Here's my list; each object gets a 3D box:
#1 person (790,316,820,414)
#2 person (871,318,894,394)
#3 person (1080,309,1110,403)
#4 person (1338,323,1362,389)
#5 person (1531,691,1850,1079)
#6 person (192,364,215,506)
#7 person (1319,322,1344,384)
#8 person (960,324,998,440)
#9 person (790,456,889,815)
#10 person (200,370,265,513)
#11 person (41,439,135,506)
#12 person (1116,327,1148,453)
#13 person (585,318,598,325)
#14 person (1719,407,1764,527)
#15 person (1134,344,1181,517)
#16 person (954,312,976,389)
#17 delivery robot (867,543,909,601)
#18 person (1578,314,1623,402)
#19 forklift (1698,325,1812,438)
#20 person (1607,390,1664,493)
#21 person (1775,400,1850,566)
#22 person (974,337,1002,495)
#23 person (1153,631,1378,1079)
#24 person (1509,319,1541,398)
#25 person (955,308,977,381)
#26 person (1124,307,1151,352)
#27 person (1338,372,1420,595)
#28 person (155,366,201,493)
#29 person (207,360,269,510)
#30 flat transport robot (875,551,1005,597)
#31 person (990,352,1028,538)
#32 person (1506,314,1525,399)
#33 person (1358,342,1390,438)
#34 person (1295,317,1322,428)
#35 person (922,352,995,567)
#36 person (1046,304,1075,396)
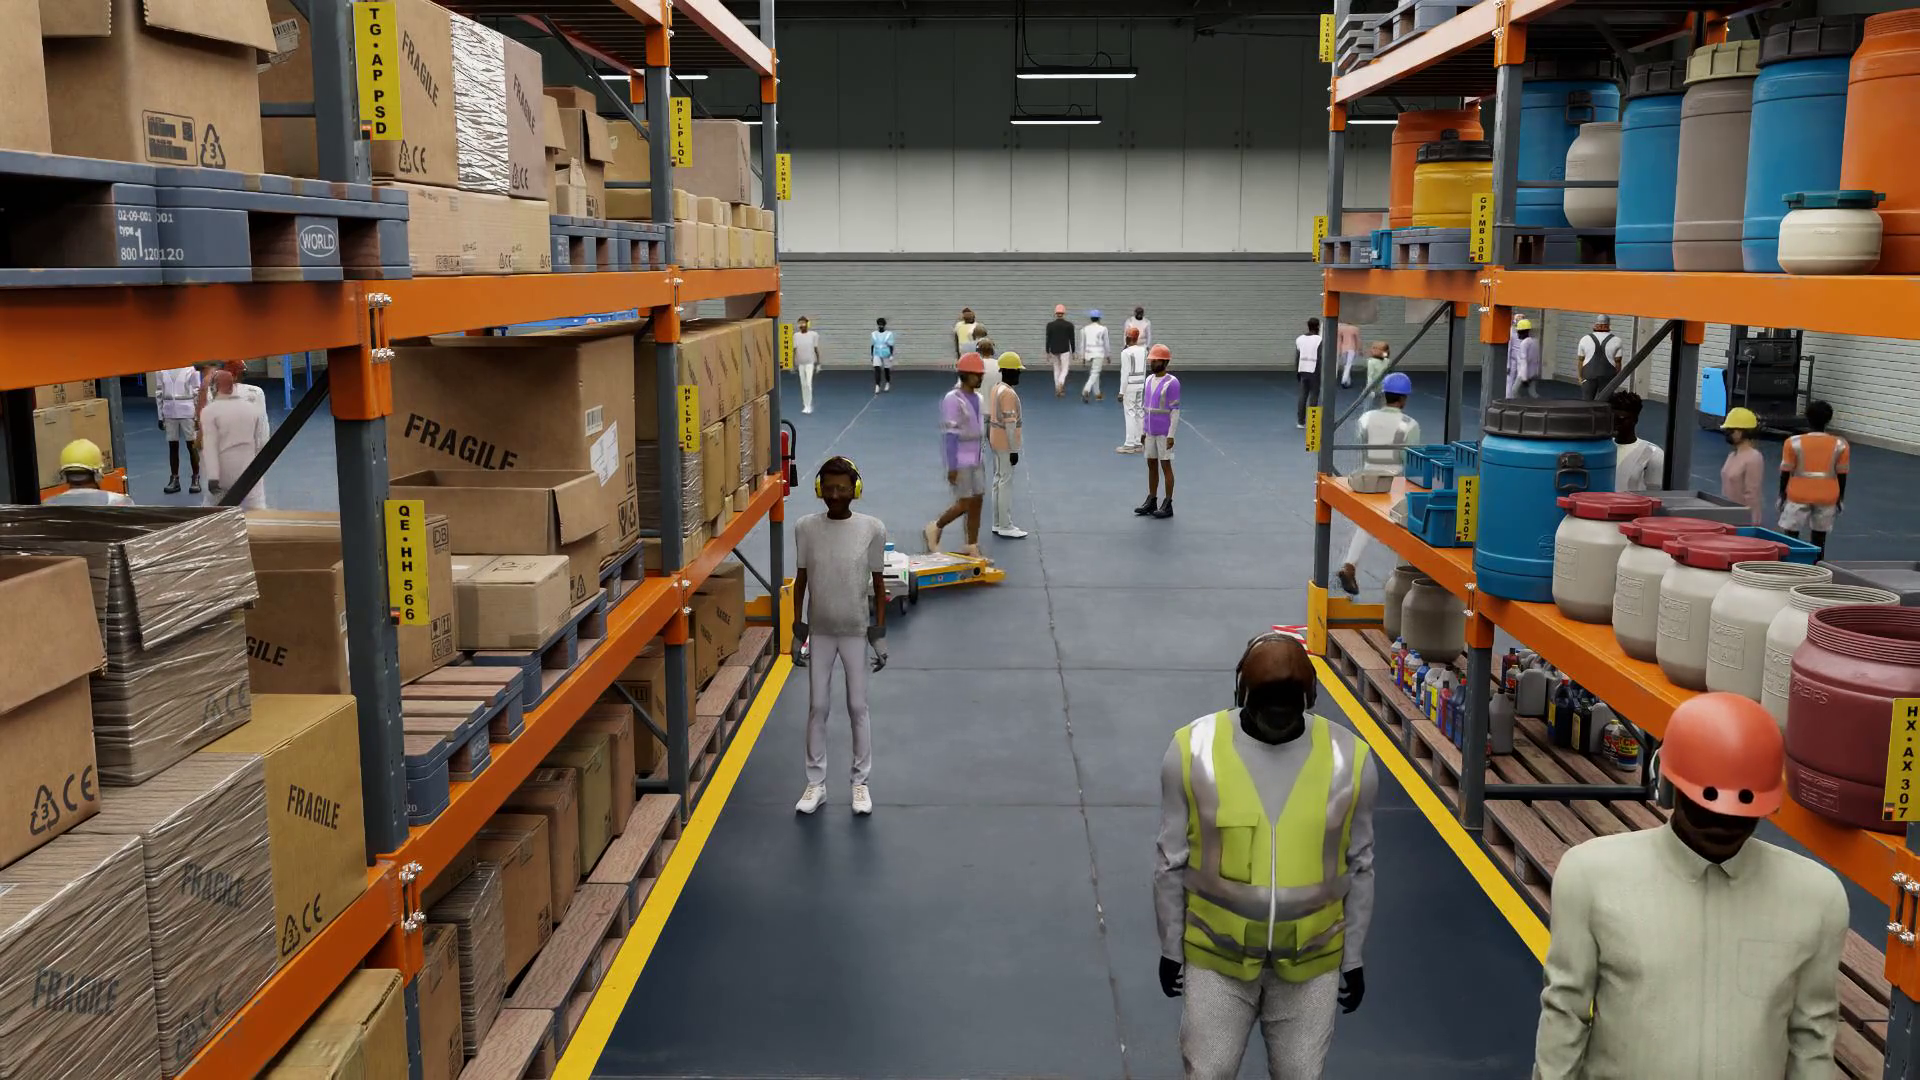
[{"bbox_3d":[-2.948,-3.291,31.378,0.546,1.829,0.835,2,10,11],"label":"person"},{"bbox_3d":[-1.698,-4.071,36.603,0.539,1.657,0.861,1,10,8],"label":"person"},{"bbox_3d":[2.722,-3.772,34.055,0.596,1.909,0.932,8,12,39],"label":"person"},{"bbox_3d":[8.836,-4.325,37.863,0.520,1.729,0.875,8,12,40],"label":"person"},{"bbox_3d":[1.532,1.280,3.535,0.608,1.988,0.387,1,10,9],"label":"person"},{"bbox_3d":[-8.292,-1.176,18.273,0.555,1.989,0.623,-3,10,-20],"label":"person"},{"bbox_3d":[8.753,-4.582,39.241,0.620,1.789,0.837,1,10,5],"label":"person"},{"bbox_3d":[0.320,-2.485,26.406,0.646,1.891,0.994,4,10,23],"label":"person"},{"bbox_3d":[-0.625,0.491,8.618,0.520,1.872,0.328,1,10,5],"label":"person"},{"bbox_3d":[-6.844,-0.663,15.594,1.026,1.851,0.676,5,11,27],"label":"person"},{"bbox_3d":[-5.132,0.304,9.882,0.620,1.815,0.610,-3,10,-16],"label":"person"},{"bbox_3d":[2.587,-2.259,25.054,0.356,1.883,0.572,8,12,40],"label":"person"},{"bbox_3d":[-6.211,-2.798,28.207,0.652,1.906,0.409,-3,10,-15],"label":"person"},{"bbox_3d":[6.071,-0.148,12.793,0.653,1.750,0.523,0,9,1],"label":"person"},{"bbox_3d":[2.231,-1.237,18.748,0.354,1.942,0.545,-7,12,-36],"label":"person"},{"bbox_3d":[0.160,-3.967,35.503,0.635,1.814,0.848,9,13,44],"label":"person"},{"bbox_3d":[-0.596,0.268,13.729,0.477,0.478,0.707,0,10,-2],"label":"delivery robot"},{"bbox_3d":[10.448,-2.675,27.197,0.682,2.000,0.535,4,10,23],"label":"person"},{"bbox_3d":[13.248,-3.165,27.620,1.129,2.768,1.873,0,9,1],"label":"forklift"},{"bbox_3d":[4.628,-0.072,11.700,0.368,1.966,0.603,-7,12,-37],"label":"person"},{"bbox_3d":[7.297,-0.360,14.261,0.566,1.692,0.513,3,10,18],"label":"person"},{"bbox_3d":[0.318,-1.525,20.487,0.634,1.937,0.355,-3,10,-20],"label":"person"},{"bbox_3d":[0.857,1.160,4.700,0.626,1.842,0.429,1,10,4],"label":"person"},{"bbox_3d":[9.844,-2.879,28.773,0.963,1.887,0.597,8,12,39],"label":"person"},{"bbox_3d":[0.137,-4.147,36.410,0.509,1.868,0.328,0,9,0],"label":"person"},{"bbox_3d":[4.207,-4.602,39.384,0.626,1.793,0.978,1,10,4],"label":"person"},{"bbox_3d":[3.634,-0.477,14.257,0.601,1.923,0.876,9,13,43],"label":"person"},{"bbox_3d":[-9.704,-1.555,20.670,0.545,1.938,0.361,-1,10,-5],"label":"person"},{"bbox_3d":[-7.469,-0.961,17.276,0.573,1.883,0.355,-2,10,-14],"label":"person"},{"bbox_3d":[-0.366,0.291,14.723,1.431,0.197,0.652,-7,12,-36],"label":"flat transport robot"},{"bbox_3d":[0.499,-1.000,17.375,0.365,1.927,0.588,-2,10,-12],"label":"person"},{"bbox_3d":[10.349,-3.250,30.919,0.648,1.904,0.401,-8,12,-39],"label":"person"},{"bbox_3d":[6.725,-2.371,26.611,0.513,1.576,0.868,-6,11,-31],"label":"person"},{"bbox_3d":[6.028,-2.871,28.610,0.374,1.916,0.596,-8,12,-39],"label":"person"},{"bbox_3d":[0.009,-0.752,15.596,0.632,2.029,0.636,6,11,32],"label":"person"},{"bbox_3d":[2.134,-4.051,35.517,0.625,1.973,0.830,3,10,16],"label":"person"}]
